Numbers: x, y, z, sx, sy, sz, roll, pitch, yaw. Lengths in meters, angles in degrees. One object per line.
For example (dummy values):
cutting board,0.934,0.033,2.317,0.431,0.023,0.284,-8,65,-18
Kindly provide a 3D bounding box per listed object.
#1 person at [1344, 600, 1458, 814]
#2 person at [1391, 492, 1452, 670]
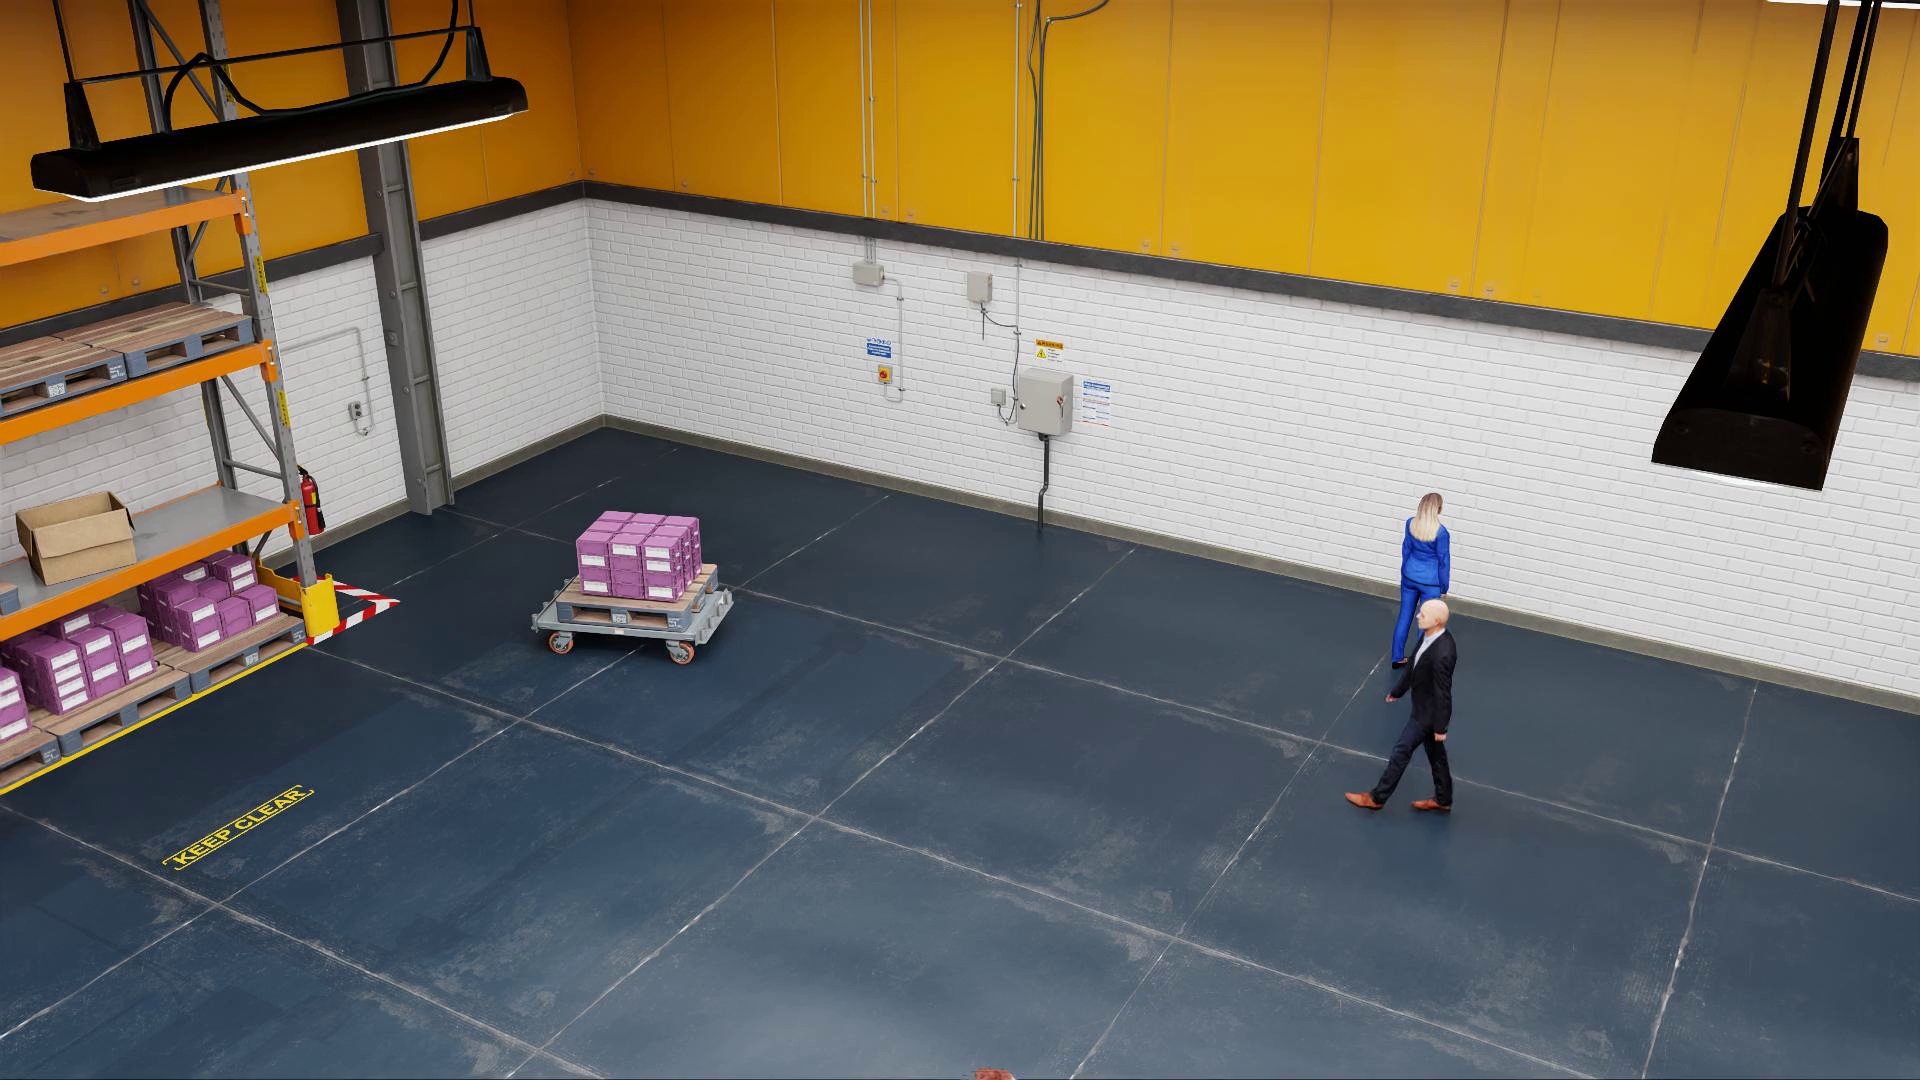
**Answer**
person,3.569,1.271,12.366,0.956,1.768,1.077,5,24,11
person,4.023,0.377,14.496,0.662,1.700,0.694,-19,30,-36
